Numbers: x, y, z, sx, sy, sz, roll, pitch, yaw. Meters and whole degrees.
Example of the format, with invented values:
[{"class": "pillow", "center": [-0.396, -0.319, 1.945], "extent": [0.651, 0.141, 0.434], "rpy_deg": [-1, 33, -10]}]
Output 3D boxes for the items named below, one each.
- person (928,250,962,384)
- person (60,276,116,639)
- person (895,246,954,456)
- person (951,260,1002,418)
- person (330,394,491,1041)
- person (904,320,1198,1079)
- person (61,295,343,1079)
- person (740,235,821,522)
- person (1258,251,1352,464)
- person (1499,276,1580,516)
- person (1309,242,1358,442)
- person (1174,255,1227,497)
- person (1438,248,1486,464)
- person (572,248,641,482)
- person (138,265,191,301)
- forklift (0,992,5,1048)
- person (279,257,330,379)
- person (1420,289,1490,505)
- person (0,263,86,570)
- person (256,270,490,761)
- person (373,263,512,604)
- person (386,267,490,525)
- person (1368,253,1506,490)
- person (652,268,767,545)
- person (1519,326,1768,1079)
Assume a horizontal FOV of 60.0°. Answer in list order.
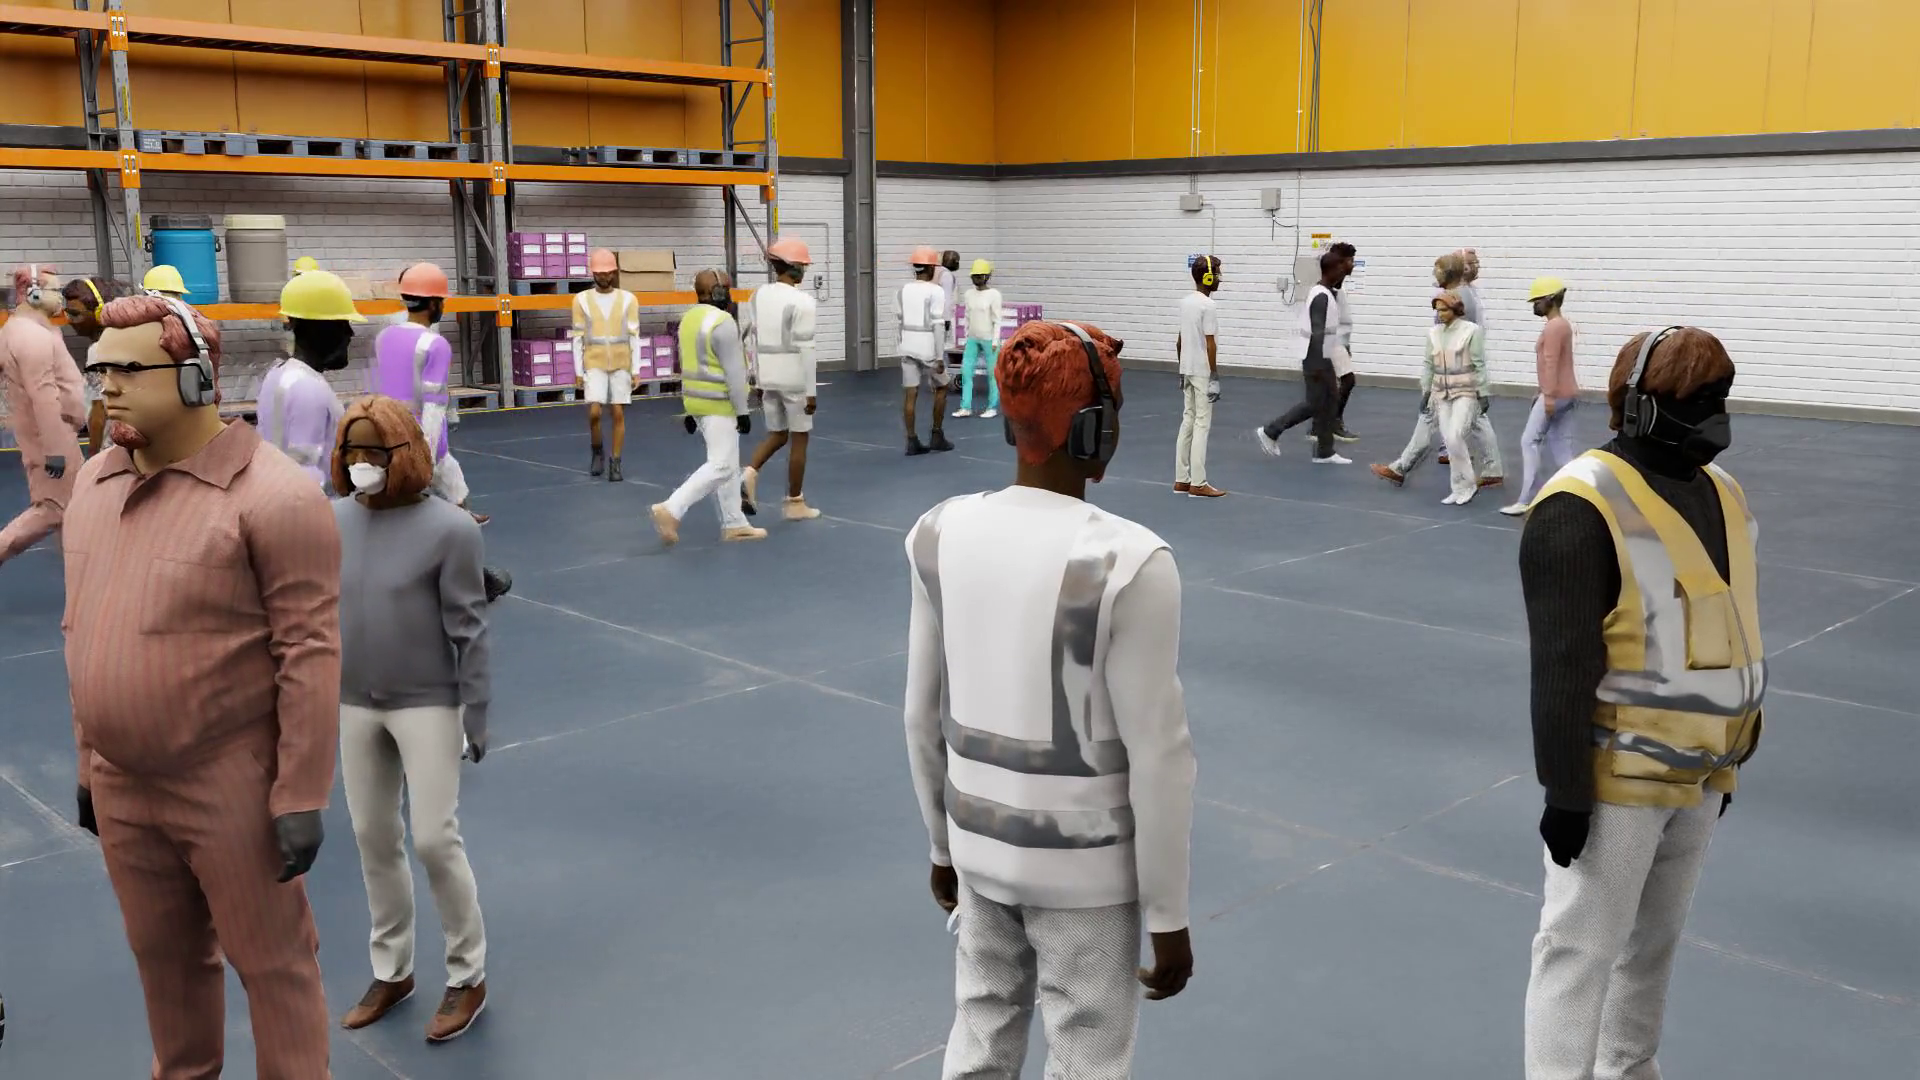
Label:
[{"class": "person", "center": [-0.149, -3.007, 22.548], "extent": [0.646, 1.811, 0.750], "rpy_deg": [-3, 11, -14]}, {"class": "person", "center": [-4.068, -0.375, 8.173], "extent": [0.737, 1.836, 0.539], "rpy_deg": [-3, 11, -17]}, {"class": "person", "center": [-0.297, -1.750, 15.419], "extent": [0.568, 1.913, 0.702], "rpy_deg": [7, 12, 33]}, {"class": "person", "center": [0.176, -2.192, 18.277], "extent": [0.547, 1.741, 0.711], "rpy_deg": [8, 13, 37]}, {"class": "person", "center": [-1.457, 0.448, 4.237], "extent": [0.520, 1.632, 0.358], "rpy_deg": [3, 11, 16]}, {"class": "person", "center": [0.161, 0.566, 2.888], "extent": [0.582, 1.882, 0.351], "rpy_deg": [9, 14, 41]}, {"class": "person", "center": [-1.543, 0.472, 3.337], "extent": [0.638, 1.910, 0.407], "rpy_deg": [4, 11, 20]}, {"class": "person", "center": [-1.279, -1.104, 11.613], "extent": [0.628, 2.023, 0.624], "rpy_deg": [9, 13, 39]}, {"class": "person", "center": [3.075, -1.596, 14.666], "extent": [0.747, 1.888, 0.623], "rpy_deg": [3, 11, 16]}, {"class": "person", "center": [4.216, -1.022, 11.986], "extent": [0.621, 1.732, 0.549], "rpy_deg": [7, 12, 33]}, {"class": "person", "center": [3.734, -1.922, 16.250], "extent": [0.644, 1.946, 0.620], "rpy_deg": [3, 11, 18]}, {"class": "person", "center": [1.865, -1.264, 12.922], "extent": [0.309, 1.864, 0.534], "rpy_deg": [-4, 11, -21]}, {"class": "person", "center": [4.445, -1.626, 14.763], "extent": [0.409, 1.913, 0.648], "rpy_deg": [4, 11, 20]}, {"class": "person", "center": [-2.896, -1.431, 13.687], "extent": [0.541, 1.923, 0.392], "rpy_deg": [-3, 11, -15]}, {"class": "person", "center": [-5.178, -0.874, 10.895], "extent": [0.404, 1.827, 0.589], "rpy_deg": [-6, 12, -31]}, {"class": "forklift", "center": [-3.245, 0.323, 3.363], "extent": [2.313, 2.155, 1.214], "rpy_deg": [2, 11, 13]}, {"class": "person", "center": [-6.308, -1.823, 16.115], "extent": [0.609, 1.821, 0.415], "rpy_deg": [7, 13, 34]}, {"class": "person", "center": [3.704, -1.061, 12.455], "extent": [0.394, 1.617, 0.544], "rpy_deg": [-6, 12, -31]}, {"class": "person", "center": [-4.973, -0.546, 8.964], "extent": [0.834, 1.878, 0.654], "rpy_deg": [-6, 12, -31]}, {"class": "person", "center": [-2.223, -0.022, 6.069], "extent": [0.926, 1.884, 0.617], "rpy_deg": [-6, 12, -30]}, {"class": "person", "center": [-2.864, -0.514, 8.809], "extent": [0.550, 1.882, 1.025], "rpy_deg": [5, 12, 27]}, {"class": "person", "center": [-3.641, -0.922, 11.183], "extent": [0.538, 1.827, 0.968], "rpy_deg": [9, 14, 40]}, {"class": "person", "center": [3.869, -1.327, 13.228], "extent": [1.077, 1.878, 0.637], "rpy_deg": [4, 11, 22]}, {"class": "person", "center": [-1.642, -0.853, 10.810], "extent": [0.780, 1.822, 0.632], "rpy_deg": [-6, 12, -29]}, {"class": "person", "center": [1.424, 0.480, 3.468], "extent": [0.633, 1.843, 0.429], "rpy_deg": [-8, 13, -37]}]
